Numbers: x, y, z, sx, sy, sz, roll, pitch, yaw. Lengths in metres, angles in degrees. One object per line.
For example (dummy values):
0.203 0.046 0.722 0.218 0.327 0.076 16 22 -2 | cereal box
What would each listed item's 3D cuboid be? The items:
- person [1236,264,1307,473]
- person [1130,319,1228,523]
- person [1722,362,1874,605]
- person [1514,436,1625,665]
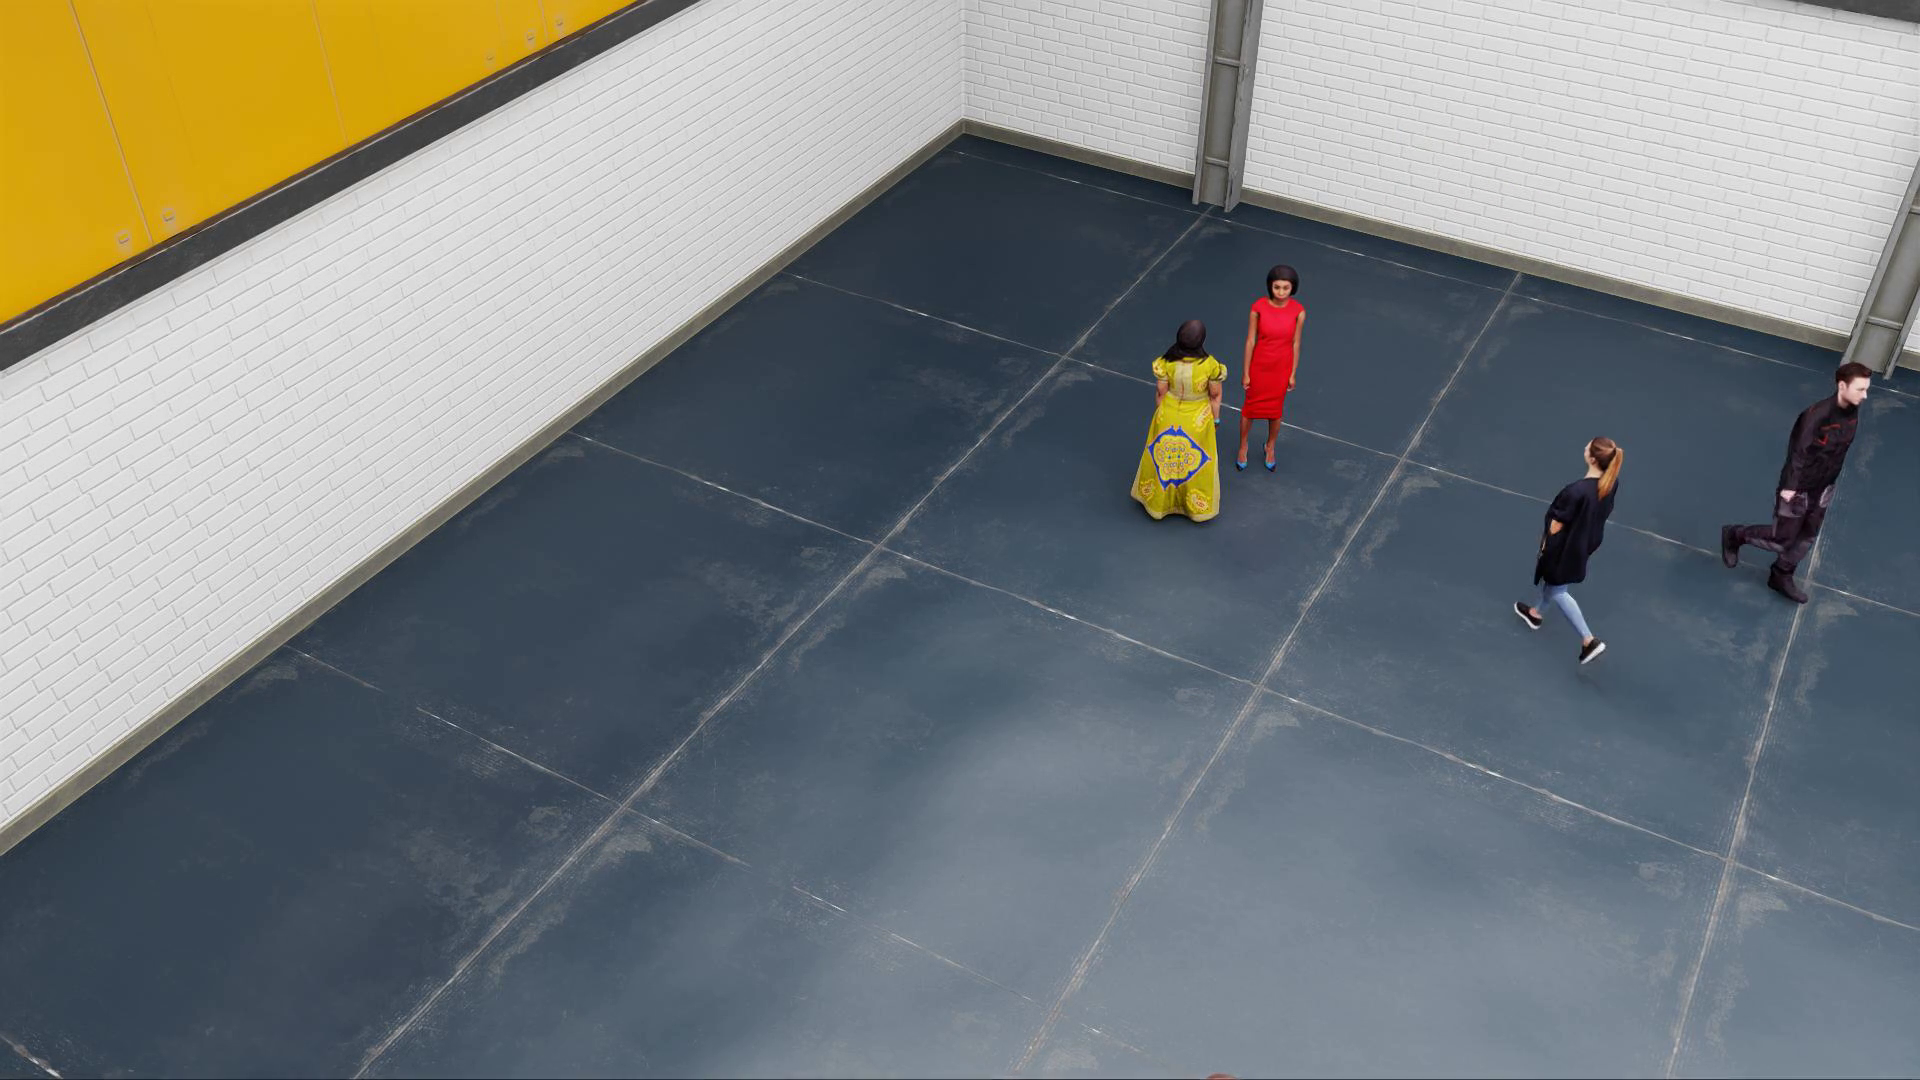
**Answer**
2.334 -1.287 12.544 0.578 1.744 0.698 2 39 2 | person
1.632 -0.867 12.086 0.832 1.660 0.999 9 39 11 | person
5.711 -0.427 11.344 0.958 1.898 1.068 -18 42 -21 | person
4.064 0.083 10.895 0.970 1.662 1.132 -17 42 -20 | person
